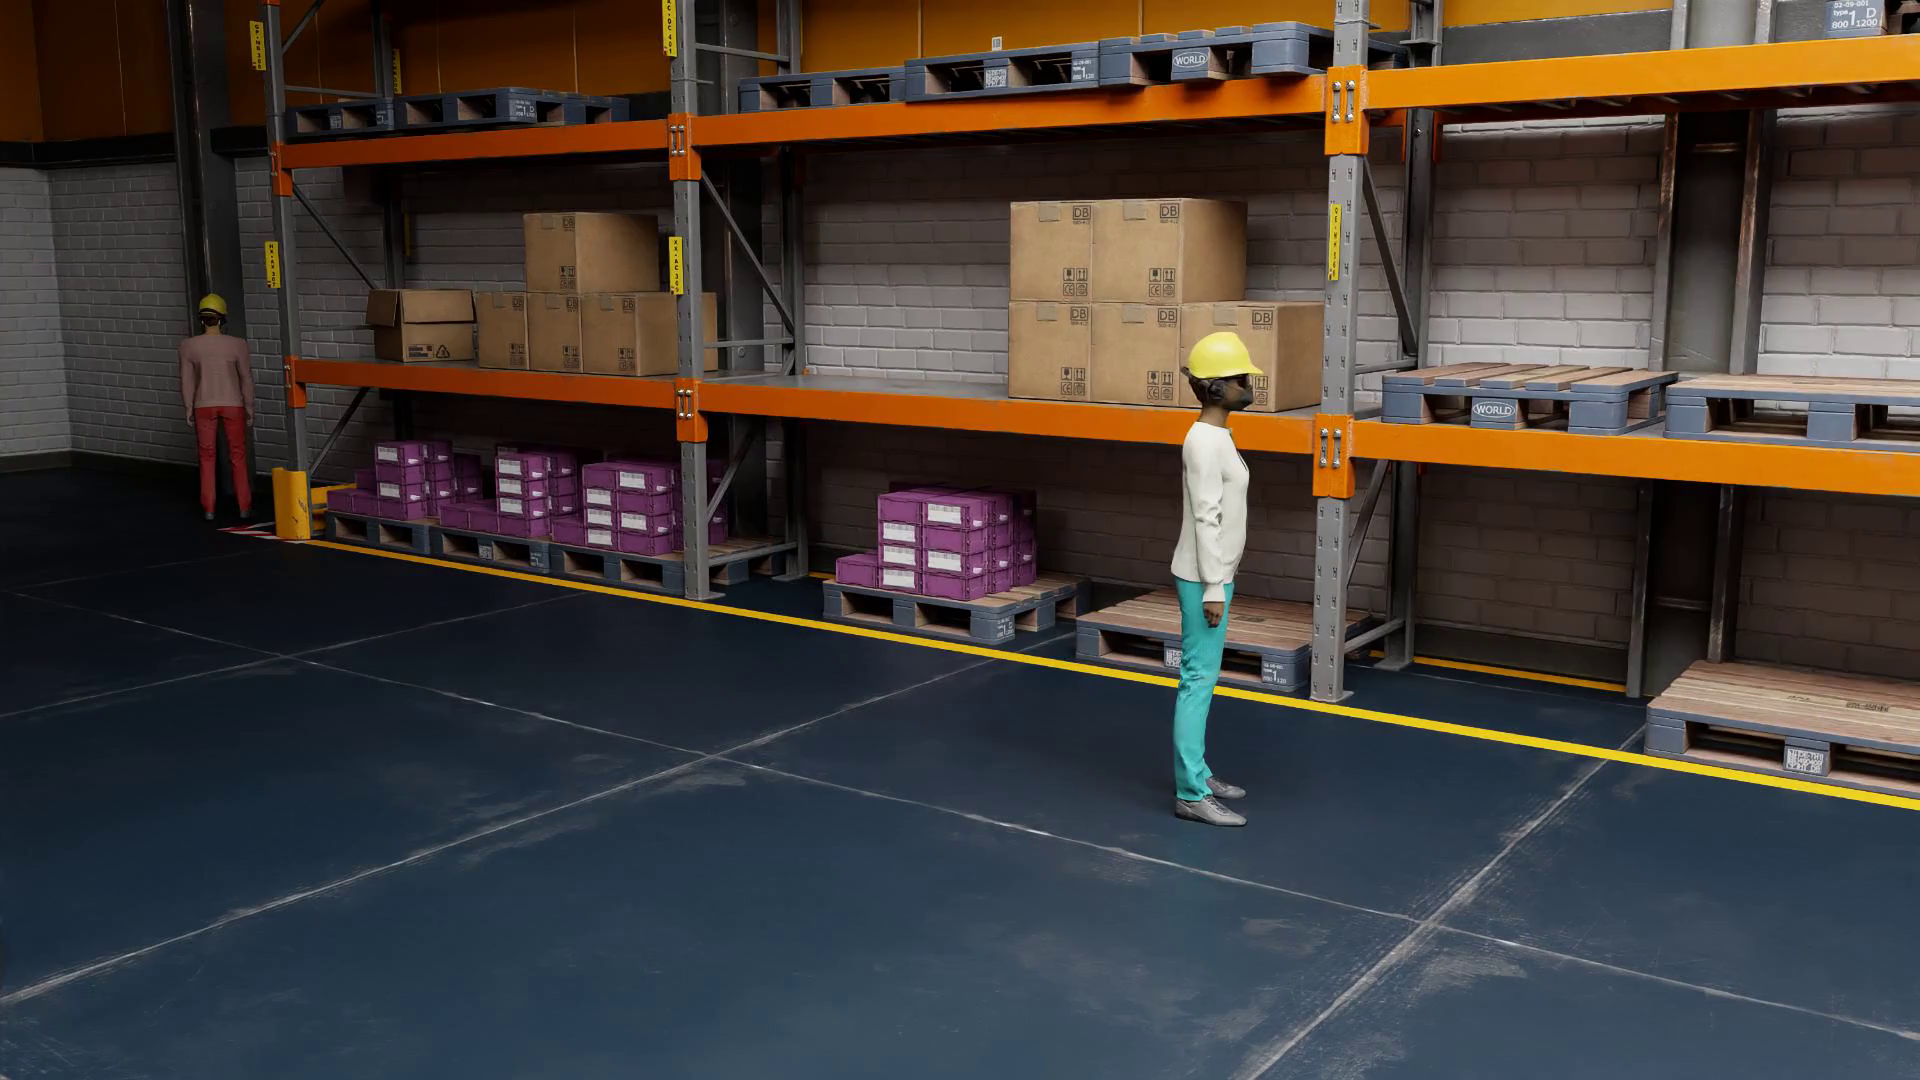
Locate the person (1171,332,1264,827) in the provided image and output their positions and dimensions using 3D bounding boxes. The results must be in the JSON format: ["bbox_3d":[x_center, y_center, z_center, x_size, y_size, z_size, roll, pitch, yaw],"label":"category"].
[{"bbox_3d":[0.924,0.136,6.035,0.309,1.772,0.525,2,10,10],"label":"person"}]

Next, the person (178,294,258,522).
[{"bbox_3d":[-5.757,-1.020,12.930,0.532,1.768,0.311,-3,10,-16],"label":"person"}]
